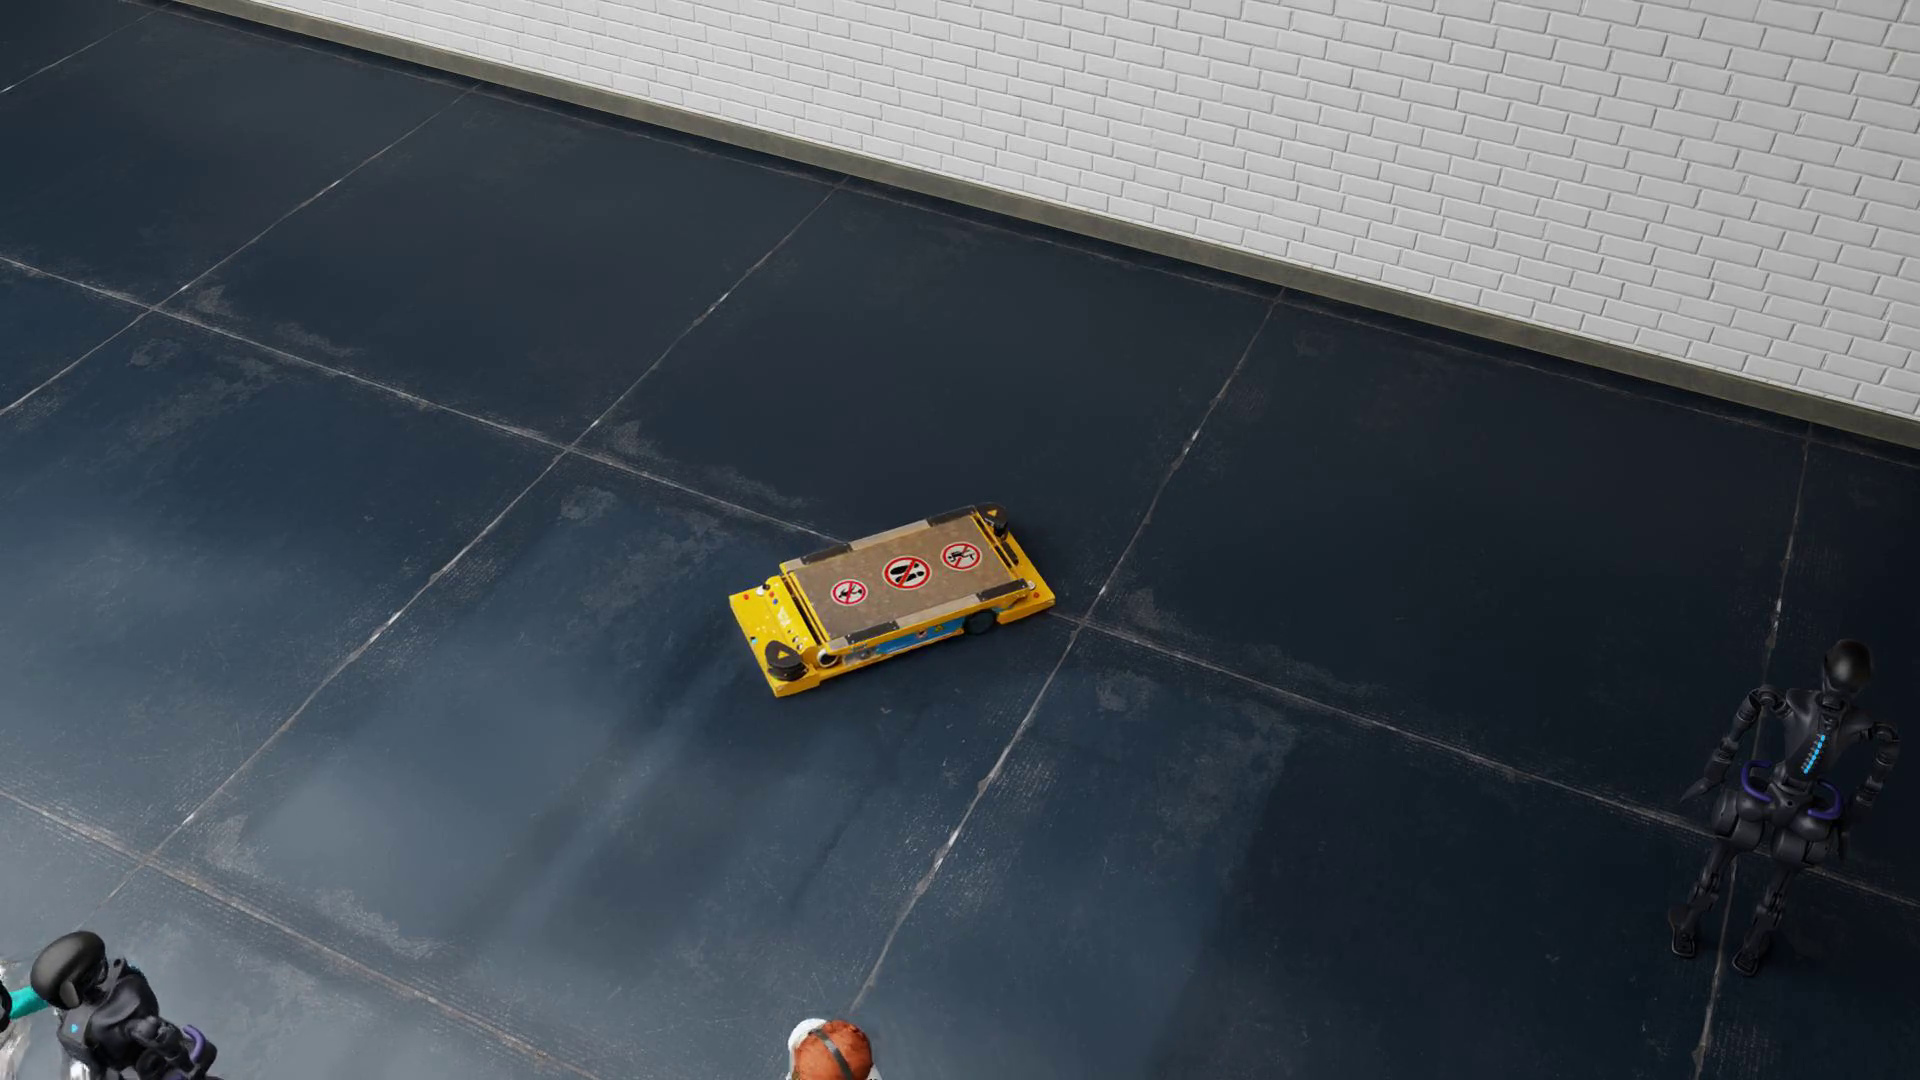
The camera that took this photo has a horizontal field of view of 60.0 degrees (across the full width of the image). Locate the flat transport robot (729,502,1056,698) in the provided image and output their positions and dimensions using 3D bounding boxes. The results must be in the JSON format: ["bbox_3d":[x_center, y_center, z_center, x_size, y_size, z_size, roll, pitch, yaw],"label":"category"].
[{"bbox_3d":[-0.324,0.265,7.970,1.431,0.231,0.659,-17,46,-18],"label":"flat transport robot"}]

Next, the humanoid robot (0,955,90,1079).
[{"bbox_3d":[-3.347,1.424,5.637,0.538,1.786,0.668,10,44,11],"label":"humanoid robot"}]

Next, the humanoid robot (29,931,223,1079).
[{"bbox_3d":[-2.579,1.734,5.361,0.600,1.644,0.592,17,45,17],"label":"humanoid robot"}]

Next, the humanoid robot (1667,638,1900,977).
[{"bbox_3d":[3.011,0.988,6.141,0.599,1.659,0.315,18,46,19],"label":"humanoid robot"}]

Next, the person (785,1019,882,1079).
[{"bbox_3d":[-0.297,1.939,4.994,0.859,1.858,0.580,-19,46,-20],"label":"person"}]
